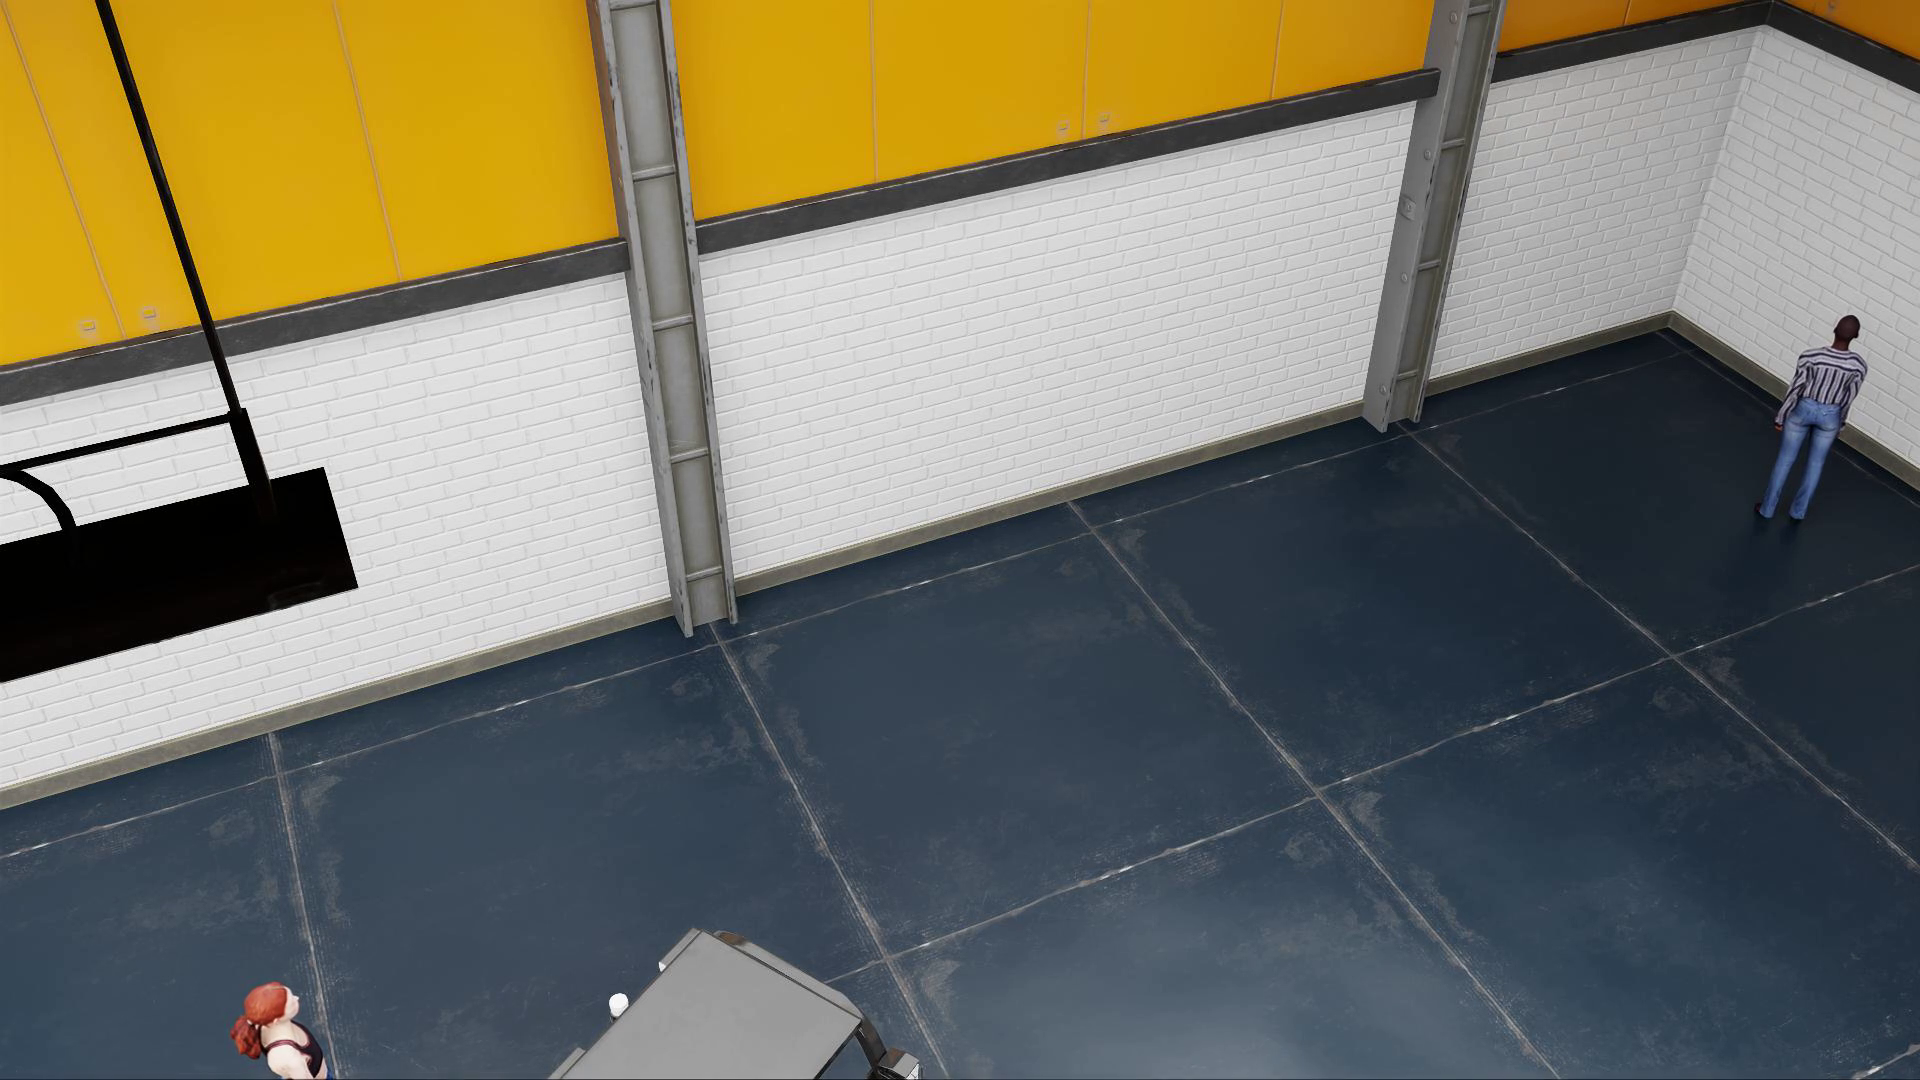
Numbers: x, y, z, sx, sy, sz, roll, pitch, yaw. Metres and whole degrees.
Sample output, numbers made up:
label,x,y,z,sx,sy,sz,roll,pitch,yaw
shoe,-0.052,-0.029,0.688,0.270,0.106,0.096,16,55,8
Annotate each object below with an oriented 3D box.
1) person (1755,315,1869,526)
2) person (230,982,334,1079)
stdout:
label,x,y,z,sx,sy,sz,roll,pitch,yaw
person,6.321,-0.876,12.320,0.685,1.796,0.751,12,40,15
person,-3.061,2.676,7.881,0.674,1.785,0.649,-30,48,-32
